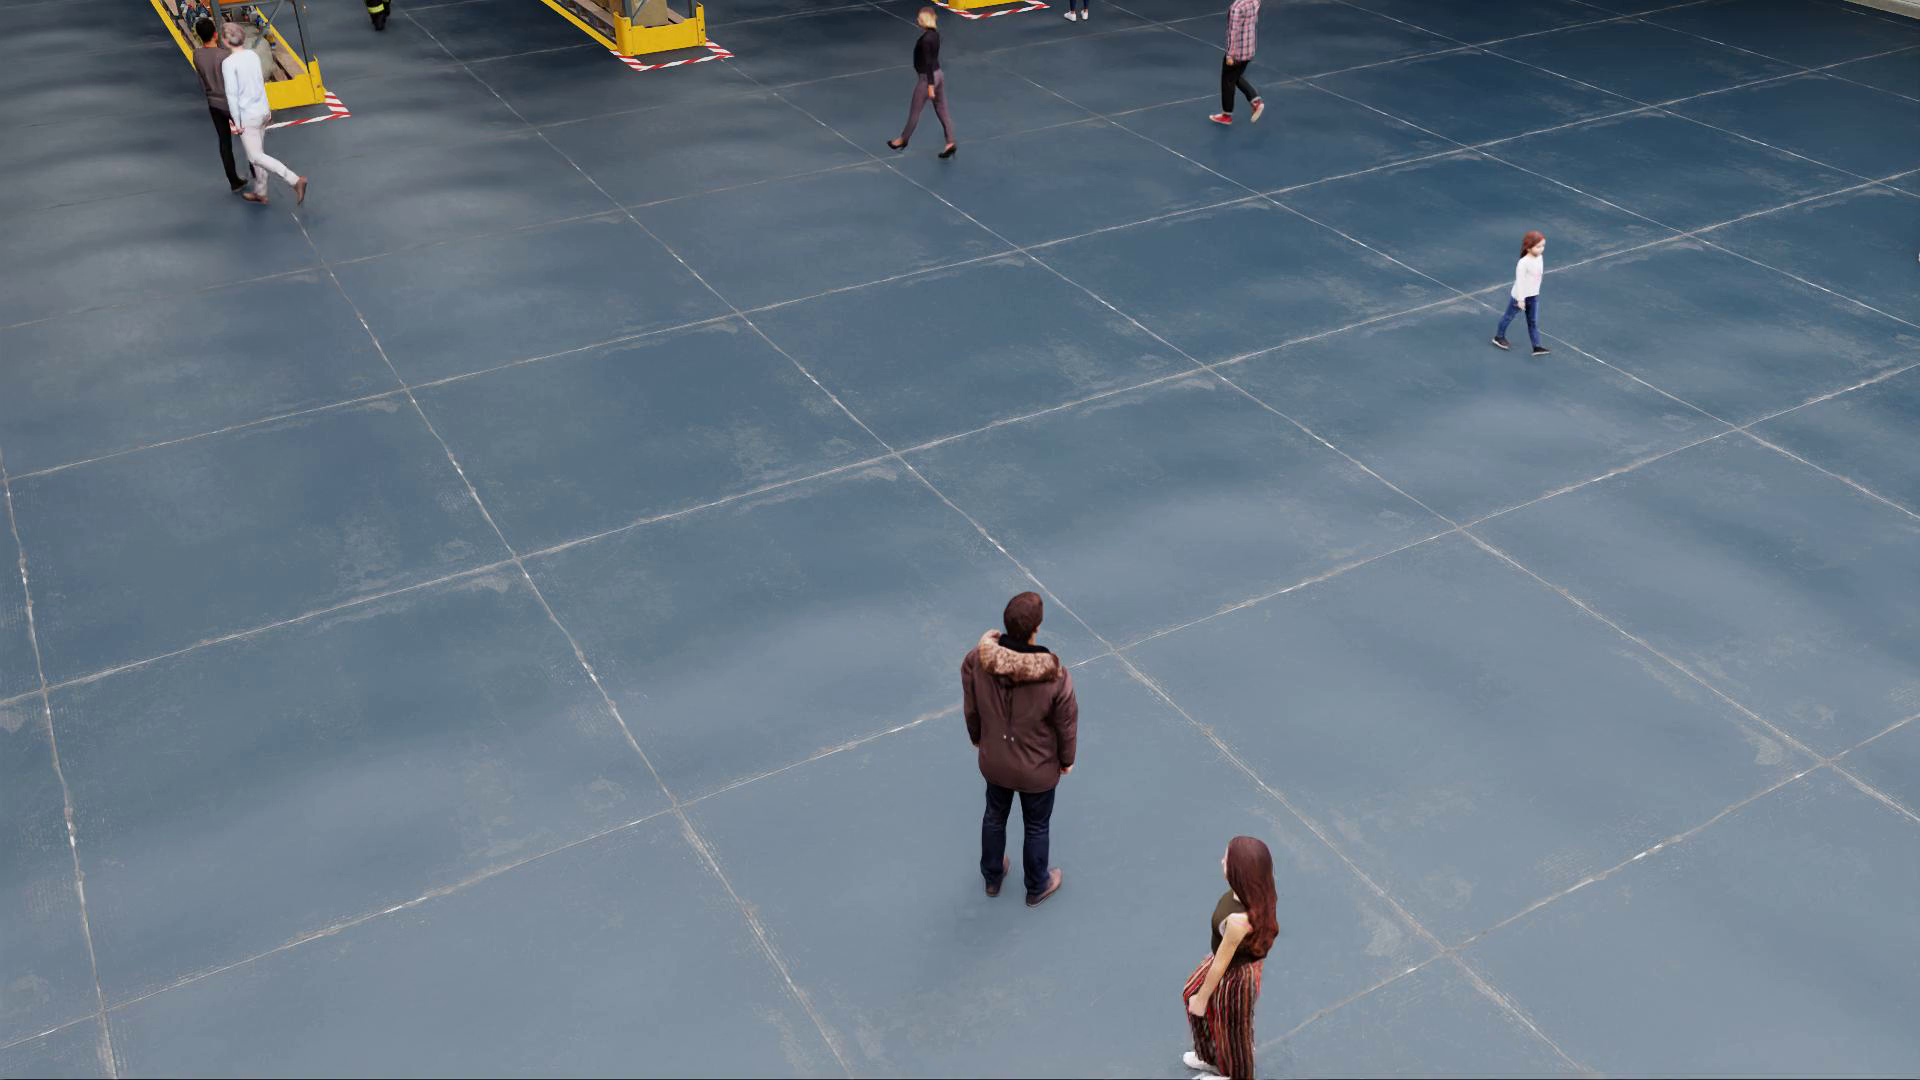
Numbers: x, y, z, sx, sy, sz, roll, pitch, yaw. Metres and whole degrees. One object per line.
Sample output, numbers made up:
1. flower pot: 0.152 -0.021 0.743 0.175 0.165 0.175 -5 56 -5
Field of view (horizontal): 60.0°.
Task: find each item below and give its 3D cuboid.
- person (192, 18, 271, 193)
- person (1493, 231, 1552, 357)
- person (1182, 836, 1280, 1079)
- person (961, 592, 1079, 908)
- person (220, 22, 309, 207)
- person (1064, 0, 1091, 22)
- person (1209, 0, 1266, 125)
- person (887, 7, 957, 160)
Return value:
1. person: -7.690 -4.484 17.281 0.936 1.752 1.007 -1 32 -2
2. person: 4.757 -2.113 14.153 0.448 1.080 0.767 -18 36 -26
3. person: 1.286 1.930 7.303 0.764 1.550 0.703 10 34 15
4. person: 0.297 1.068 8.393 0.836 1.844 0.932 13 35 20
5. person: -7.075 -4.258 16.817 1.207 1.864 1.121 9 33 14
6. person: 1.654 -8.122 23.027 0.658 1.775 0.607 -9 33 -13
7. person: 3.263 -5.619 19.084 0.997 1.748 0.870 24 39 33
8. person: -0.227 -4.923 18.084 1.088 1.637 0.997 10 34 15
